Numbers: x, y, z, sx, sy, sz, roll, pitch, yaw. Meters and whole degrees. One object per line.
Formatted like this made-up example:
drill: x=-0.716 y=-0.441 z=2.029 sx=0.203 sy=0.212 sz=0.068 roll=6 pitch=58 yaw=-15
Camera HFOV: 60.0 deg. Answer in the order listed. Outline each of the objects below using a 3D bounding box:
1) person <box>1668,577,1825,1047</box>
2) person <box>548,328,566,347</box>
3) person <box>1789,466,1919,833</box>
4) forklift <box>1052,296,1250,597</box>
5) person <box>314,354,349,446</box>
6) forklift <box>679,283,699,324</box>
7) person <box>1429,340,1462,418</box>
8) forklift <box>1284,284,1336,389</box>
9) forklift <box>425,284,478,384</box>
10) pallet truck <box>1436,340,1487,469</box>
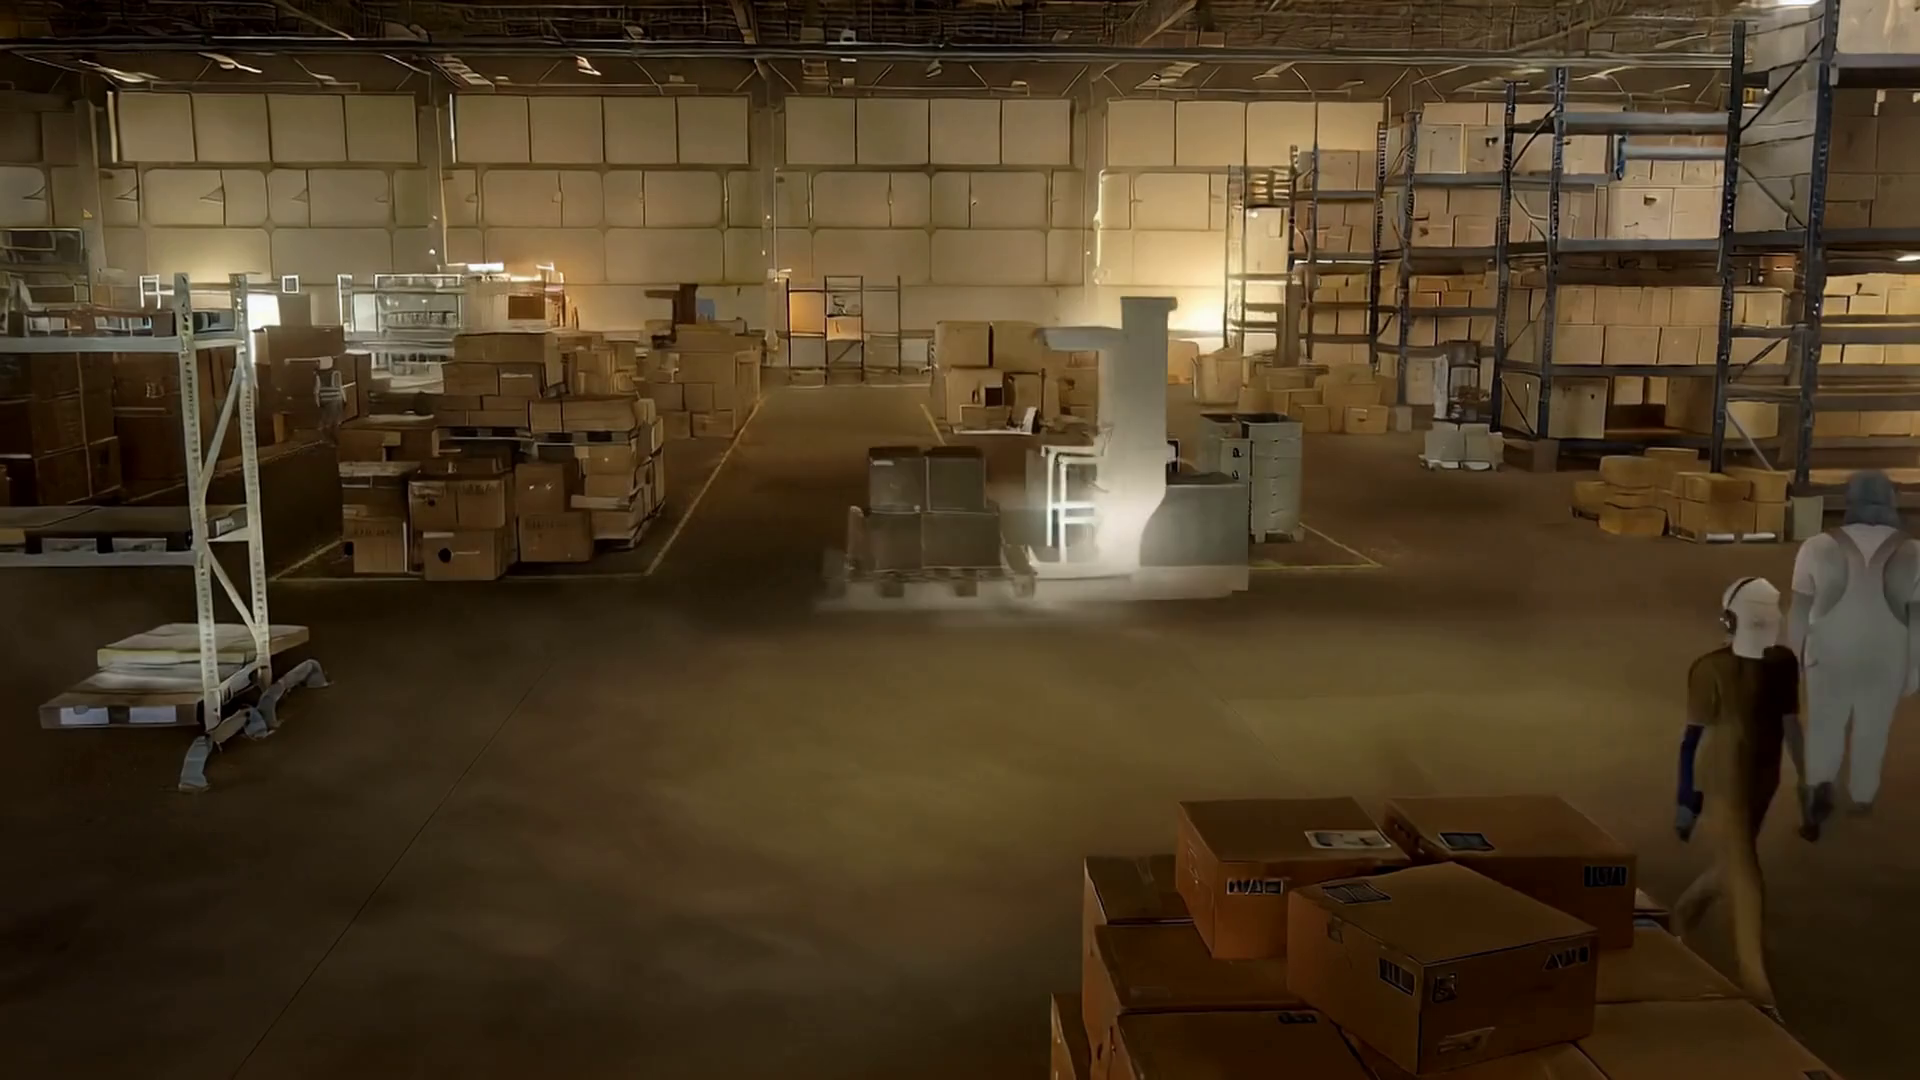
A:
person: x=3.194 y=1.034 z=6.852 sx=0.514 sy=1.832 sz=0.937 roll=-4 pitch=10 yaw=-21
person: x=-8.430 y=-3.440 z=34.581 sx=0.629 sy=1.940 sz=0.373 roll=1 pitch=9 yaw=6
person: x=4.873 y=0.577 z=9.036 sx=0.685 sy=2.000 sz=0.894 roll=5 pitch=10 yaw=28
forklift: x=1.762 y=-0.925 z=15.841 sx=1.873 sy=2.768 sz=1.129 roll=-1 pitch=9 yaw=-4
person: x=-11.203 y=-2.504 z=29.712 sx=0.524 sy=1.621 sz=0.608 roll=1 pitch=9 yaw=5
forklift: x=-6.787 y=-5.041 z=41.681 sx=1.873 sy=2.768 sz=1.129 roll=-1 pitch=9 yaw=-4
person: x=8.927 y=-2.769 z=30.673 sx=0.634 sy=1.839 sz=0.429 roll=-3 pitch=10 yaw=-19
forklift: x=7.217 y=-4.139 z=36.021 sx=1.873 sy=2.768 sz=1.129 roll=2 pitch=9 yaw=12
forklift: x=-10.775 y=-4.216 z=36.500 sx=1.873 sy=2.768 sz=1.129 roll=-2 pitch=9 yaw=-13
pallet truck: x=8.004 y=-2.170 z=26.422 sx=0.823 sy=1.965 sz=1.885 roll=2 pitch=9 yaw=14
